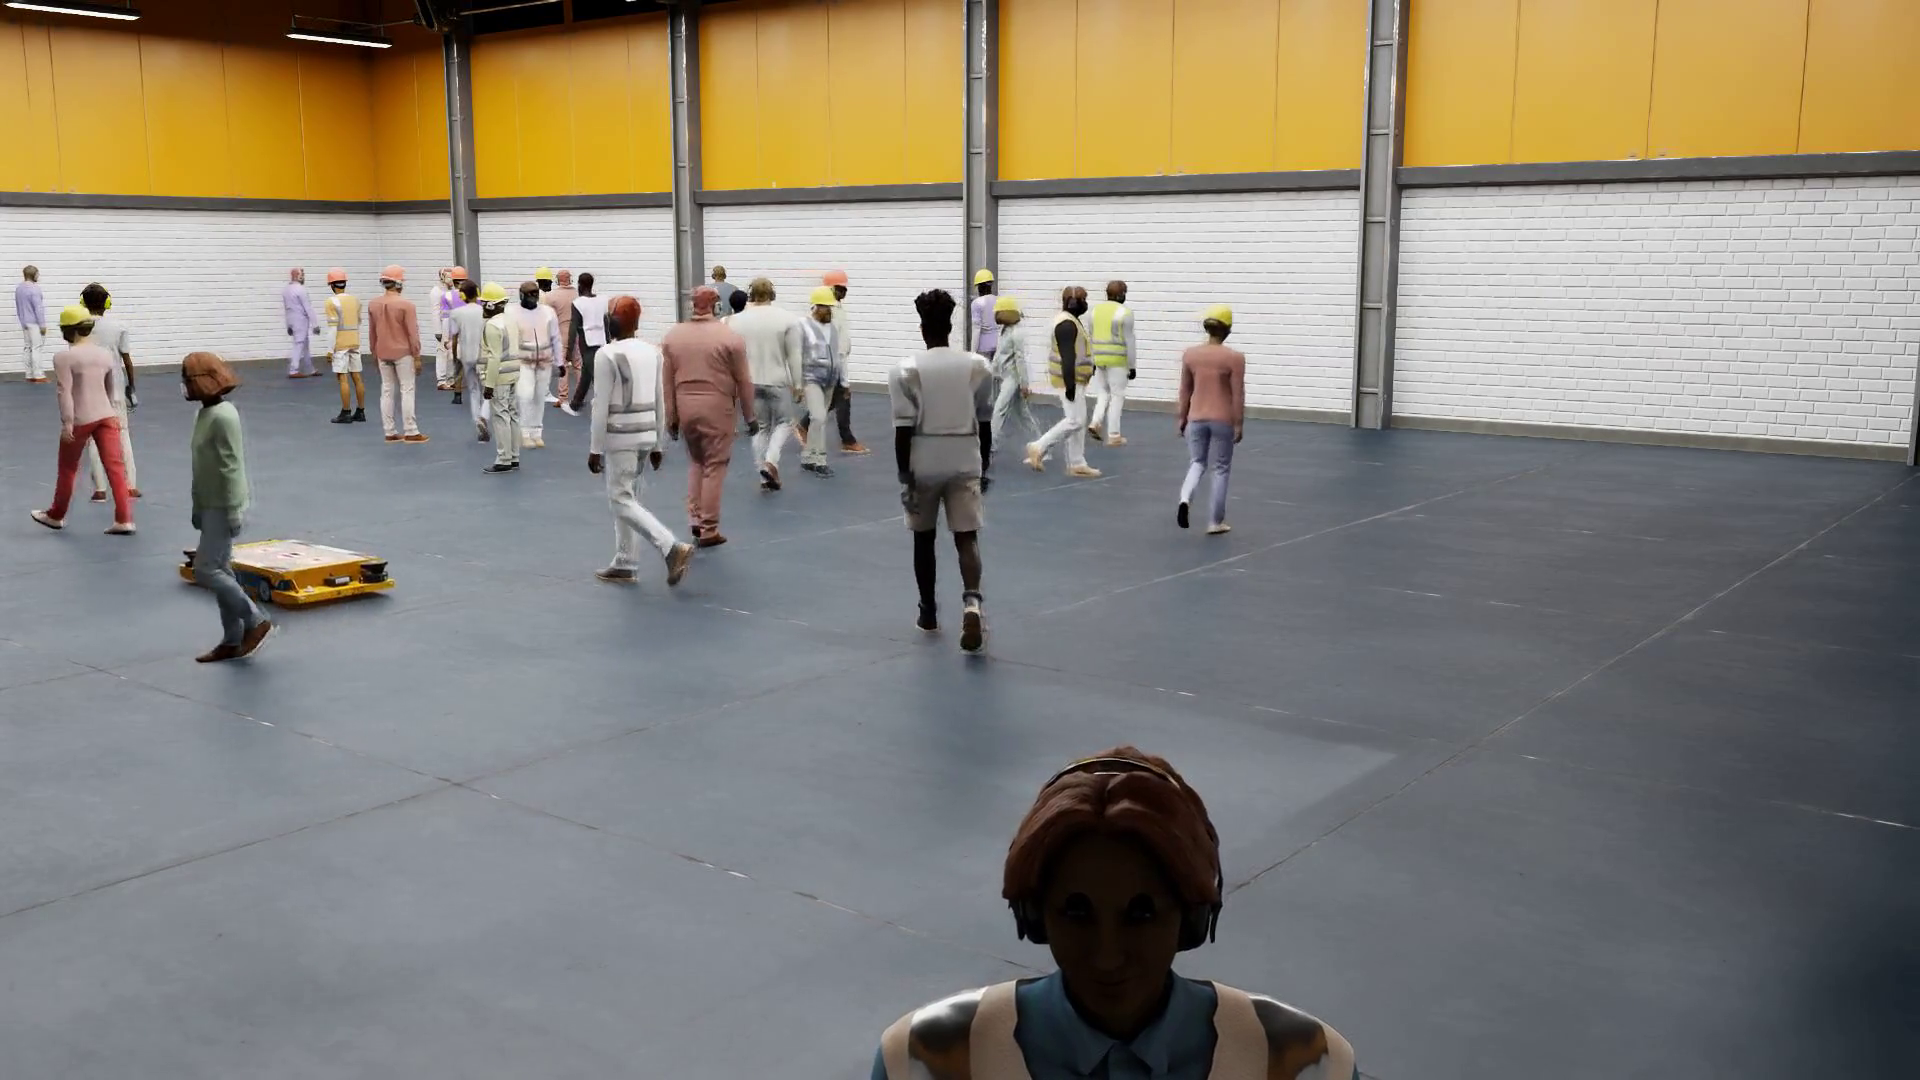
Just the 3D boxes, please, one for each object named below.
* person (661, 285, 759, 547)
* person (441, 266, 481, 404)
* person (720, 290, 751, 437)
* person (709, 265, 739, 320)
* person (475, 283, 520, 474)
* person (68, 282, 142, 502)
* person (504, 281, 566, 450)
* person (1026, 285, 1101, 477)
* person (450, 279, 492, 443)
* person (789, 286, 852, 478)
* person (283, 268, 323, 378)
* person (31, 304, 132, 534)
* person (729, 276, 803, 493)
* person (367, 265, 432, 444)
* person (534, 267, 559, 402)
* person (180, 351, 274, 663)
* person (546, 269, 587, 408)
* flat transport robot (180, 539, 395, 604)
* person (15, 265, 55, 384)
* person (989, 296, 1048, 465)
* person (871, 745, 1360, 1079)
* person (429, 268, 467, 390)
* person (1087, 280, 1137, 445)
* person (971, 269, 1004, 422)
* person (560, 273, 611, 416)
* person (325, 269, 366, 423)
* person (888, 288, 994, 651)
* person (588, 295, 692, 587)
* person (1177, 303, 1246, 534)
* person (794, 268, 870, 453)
[{"bbox_3d":[-1.799,-0.904,12.126,0.637,1.882,0.615,4,10,21],"label":"person"},{"bbox_3d":[-7.029,-2.887,23.500,0.549,1.942,0.347,-5,11,-25],"label":"person"},{"bbox_3d":[-2.551,-2.044,19.297,0.535,1.700,0.318,3,10,15],"label":"person"},{"bbox_3d":[-3.796,-3.386,26.413,0.632,1.940,0.372,-3,10,-18],"label":"person"},{"bbox_3d":[-4.453,-1.550,16.030,0.403,1.835,0.586,1,10,5],"label":"person"},{"bbox_3d":[-7.328,-1.259,14.230,0.516,1.873,0.329,-4,11,-24],"label":"person"},{"bbox_3d":[-4.614,-1.895,18.076,0.629,1.815,0.701,-6,11,-31],"label":"person"},{"bbox_3d":[0.997,-1.485,15.673,0.616,1.826,0.641,2,10,10],"label":"person"},{"bbox_3d":[-5.380,-1.985,18.542,0.546,1.839,0.456,-1,10,-5],"label":"person"},{"bbox_3d":[-1.275,-1.497,15.796,0.726,1.802,0.610,9,13,41],"label":"person"},{"bbox_3d":[-11.295,-3.720,28.555,0.585,1.900,0.666,-9,13,-43],"label":"person"},{"bbox_3d":[-6.638,-0.902,12.540,0.897,1.719,0.549,4,11,23],"label":"person"},{"bbox_3d":[-1.711,-1.357,14.659,0.642,1.918,0.474,2,10,11],"label":"person"},{"bbox_3d":[-6.261,-2.053,18.560,0.690,1.986,0.382,3,10,16],"label":"person"},{"bbox_3d":[-5.942,-2.931,23.799,0.366,1.927,0.585,-5,11,-25],"label":"person"},{"bbox_3d":[-3.830,-0.154,8.526,0.339,1.620,0.516,-8,12,-37],"label":"person"},{"bbox_3d":[-5.435,-2.776,22.970,0.652,1.902,0.402,-8,13,-40],"label":"person"},{"bbox_3d":[-4.262,0.181,10.496,1.431,0.197,0.652,8,12,38],"label":"flat transport robot"},{"bbox_3d":[-15.120,-3.508,27.128,0.635,1.936,0.354,6,12,33],"label":"person"},{"bbox_3d":[0.510,-1.593,16.696,0.887,1.693,0.479,-2,10,-12],"label":"person"},{"bbox_3d":[0.149,1.007,1.708,0.525,1.639,0.307,0,10,0],"label":"person"},{"bbox_3d":[-7.985,-3.285,25.949,0.399,1.902,0.646,2,10,12],"label":"person"},{"bbox_3d":[1.698,-1.955,18.402,0.434,1.829,0.650,-9,13,-43],"label":"person"},{"bbox_3d":[0.327,-2.395,20.687,0.369,1.925,0.586,9,13,41],"label":"person"},{"bbox_3d":[-4.841,-2.501,21.464,0.987,1.862,0.614,5,11,28],"label":"person"},{"bbox_3d":[-7.732,-2.425,20.845,0.374,1.930,0.542,5,11,26],"label":"person"},{"bbox_3d":[-0.076,-0.379,8.926,0.601,1.940,0.887,-2,10,-11],"label":"person"},{"bbox_3d":[-2.029,-0.609,10.483,0.777,1.860,0.580,5,11,26],"label":"person"},{"bbox_3d":[1.867,-0.893,12.436,0.541,1.748,0.486,6,11,32],"label":"person"},{"bbox_3d":[-1.407,-1.913,17.767,0.859,1.970,0.622,3,10,15],"label":"person"}]
